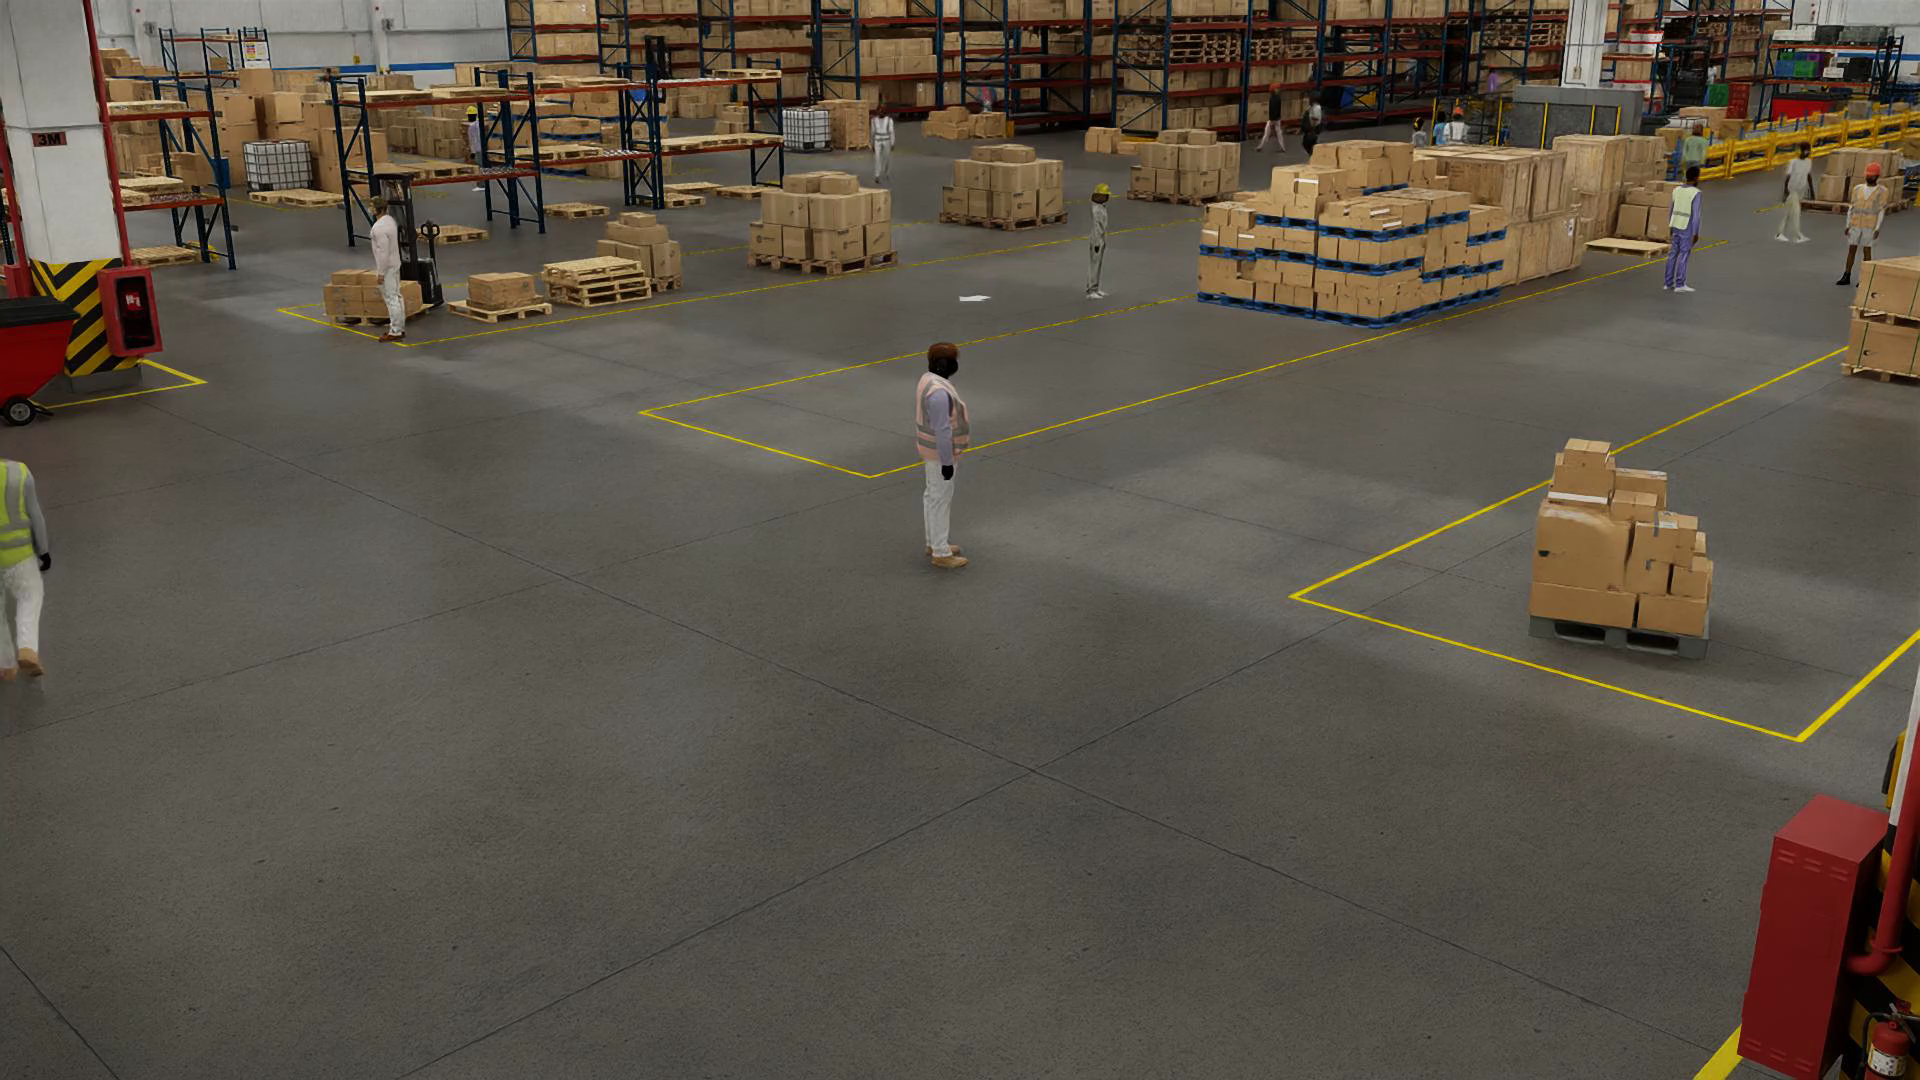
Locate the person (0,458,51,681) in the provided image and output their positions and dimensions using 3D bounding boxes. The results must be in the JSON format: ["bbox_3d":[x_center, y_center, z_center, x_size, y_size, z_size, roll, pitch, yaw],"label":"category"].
[{"bbox_3d":[-6.451,0.102,11.120,0.640,1.824,0.488,-8,20,-23],"label":"person"}]

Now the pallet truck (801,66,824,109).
[{"bbox_3d":[-4.812,-15.182,56.903,0.823,1.965,1.885,-9,21,-26],"label":"pallet truck"}]

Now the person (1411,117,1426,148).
[{"bbox_3d":[9.922,-8.256,36.253,0.328,1.862,0.512,16,24,39],"label":"person"}]

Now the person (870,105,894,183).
[{"bbox_3d":[-1.885,-9.640,40.467,0.594,1.842,0.979,2,18,5],"label":"person"}]

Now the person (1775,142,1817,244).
[{"bbox_3d":[15.553,-6.399,30.704,0.544,1.828,0.924,-9,20,-25],"label":"person"}]

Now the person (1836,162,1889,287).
[{"bbox_3d":[14.239,-4.962,26.199,0.349,1.942,0.545,-16,24,-40],"label":"person"}]

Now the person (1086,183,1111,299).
[{"bbox_3d":[2.116,-4.534,25.237,0.328,1.734,0.480,4,19,13],"label":"person"}]

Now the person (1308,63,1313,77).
[{"bbox_3d":[14.078,-18.798,67.817,1.056,1.986,0.626,10,21,28],"label":"person"}]

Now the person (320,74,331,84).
[{"bbox_3d":[-22.447,-15.675,58.959,0.433,1.623,0.540,13,22,34],"label":"person"}]

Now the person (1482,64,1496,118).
[{"bbox_3d":[19.232,-16.327,60.490,0.665,1.906,0.550,9,21,26],"label":"person"}]

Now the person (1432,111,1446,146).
[{"bbox_3d":[11.670,-9.606,40.583,0.559,1.683,0.367,-16,24,-39],"label":"person"}]

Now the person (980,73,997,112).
[{"bbox_3d":[0.933,-14.919,56.437,0.955,1.809,0.628,-17,25,-41],"label":"person"}]

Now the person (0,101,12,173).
[{"bbox_3d":[-24.364,-10.260,42.264,1.029,1.873,0.557,10,21,29],"label":"person"}]

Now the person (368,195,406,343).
[{"bbox_3d":[-7.623,-3.602,22.105,0.367,1.940,0.634,-2,18,-5],"label":"person"}]

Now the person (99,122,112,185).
[{"bbox_3d":[-20.800,-9.530,40.035,0.990,1.903,0.642,14,23,36],"label":"person"}]

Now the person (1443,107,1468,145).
[{"bbox_3d":[11.457,-9.070,38.611,0.569,1.913,0.458,-2,18,-7],"label":"person"}]

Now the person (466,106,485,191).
[{"bbox_3d":[-11.237,-9.085,38.641,0.368,1.928,0.585,0,18,1],"label":"person"}]

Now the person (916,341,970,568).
[{"bbox_3d":[-0.137,-0.701,13.518,0.429,1.844,0.627,-3,19,-9],"label":"person"}]

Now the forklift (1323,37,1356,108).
[{"bbox_3d":[13.646,-17.002,61.006,1.129,2.768,1.873,17,25,41],"label":"forklift"}]

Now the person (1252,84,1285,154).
[{"bbox_3d":[8.876,-11.979,47.336,1.020,1.938,0.665,-6,19,-19],"label":"person"}]

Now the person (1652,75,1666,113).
[{"bbox_3d":[23.664,-14.921,56.523,0.779,1.742,0.527,-17,25,-42],"label":"person"}]

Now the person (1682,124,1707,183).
[{"bbox_3d":[16.534,-8.546,37.500,0.395,1.618,0.498,-15,23,-37],"label":"person"}]

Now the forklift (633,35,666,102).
[{"bbox_3d":[-11.553,-17.681,63.053,1.129,2.768,1.873,17,25,41],"label":"forklift"}]

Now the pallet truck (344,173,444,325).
[{"bbox_3d":[-8.209,-4.181,23.757,0.823,1.965,1.885,3,19,9],"label":"pallet truck"}]

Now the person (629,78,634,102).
[{"bbox_3d":[-11.500,-15.084,57.218,0.628,1.612,0.540,16,24,39],"label":"person"}]

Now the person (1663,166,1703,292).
[{"bbox_3d":[11.237,-4.824,25.822,0.377,1.916,0.599,-6,19,-16],"label":"person"}]

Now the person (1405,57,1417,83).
[{"bbox_3d":[20.491,-21.259,75.546,0.613,1.780,0.931,15,24,38],"label":"person"}]

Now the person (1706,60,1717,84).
[{"bbox_3d":[31.584,-19.393,70.112,0.530,1.662,0.838,7,19,19],"label":"person"}]

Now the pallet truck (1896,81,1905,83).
[{"bbox_3d":[34.802,-16.331,61.455,0.653,1.274,1.630,17,25,41],"label":"pallet truck"}]

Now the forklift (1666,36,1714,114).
[{"bbox_3d":[27.341,-17.291,61.877,1.129,2.768,1.873,17,25,41],"label":"forklift"}]

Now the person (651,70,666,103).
[{"bbox_3d":[-10.223,-14.970,56.404,0.587,1.911,0.397,7,20,20],"label":"person"}]

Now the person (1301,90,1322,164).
[{"bbox_3d":[9.143,-10.700,43.332,0.539,2.000,0.701,0,18,1],"label":"person"}]
